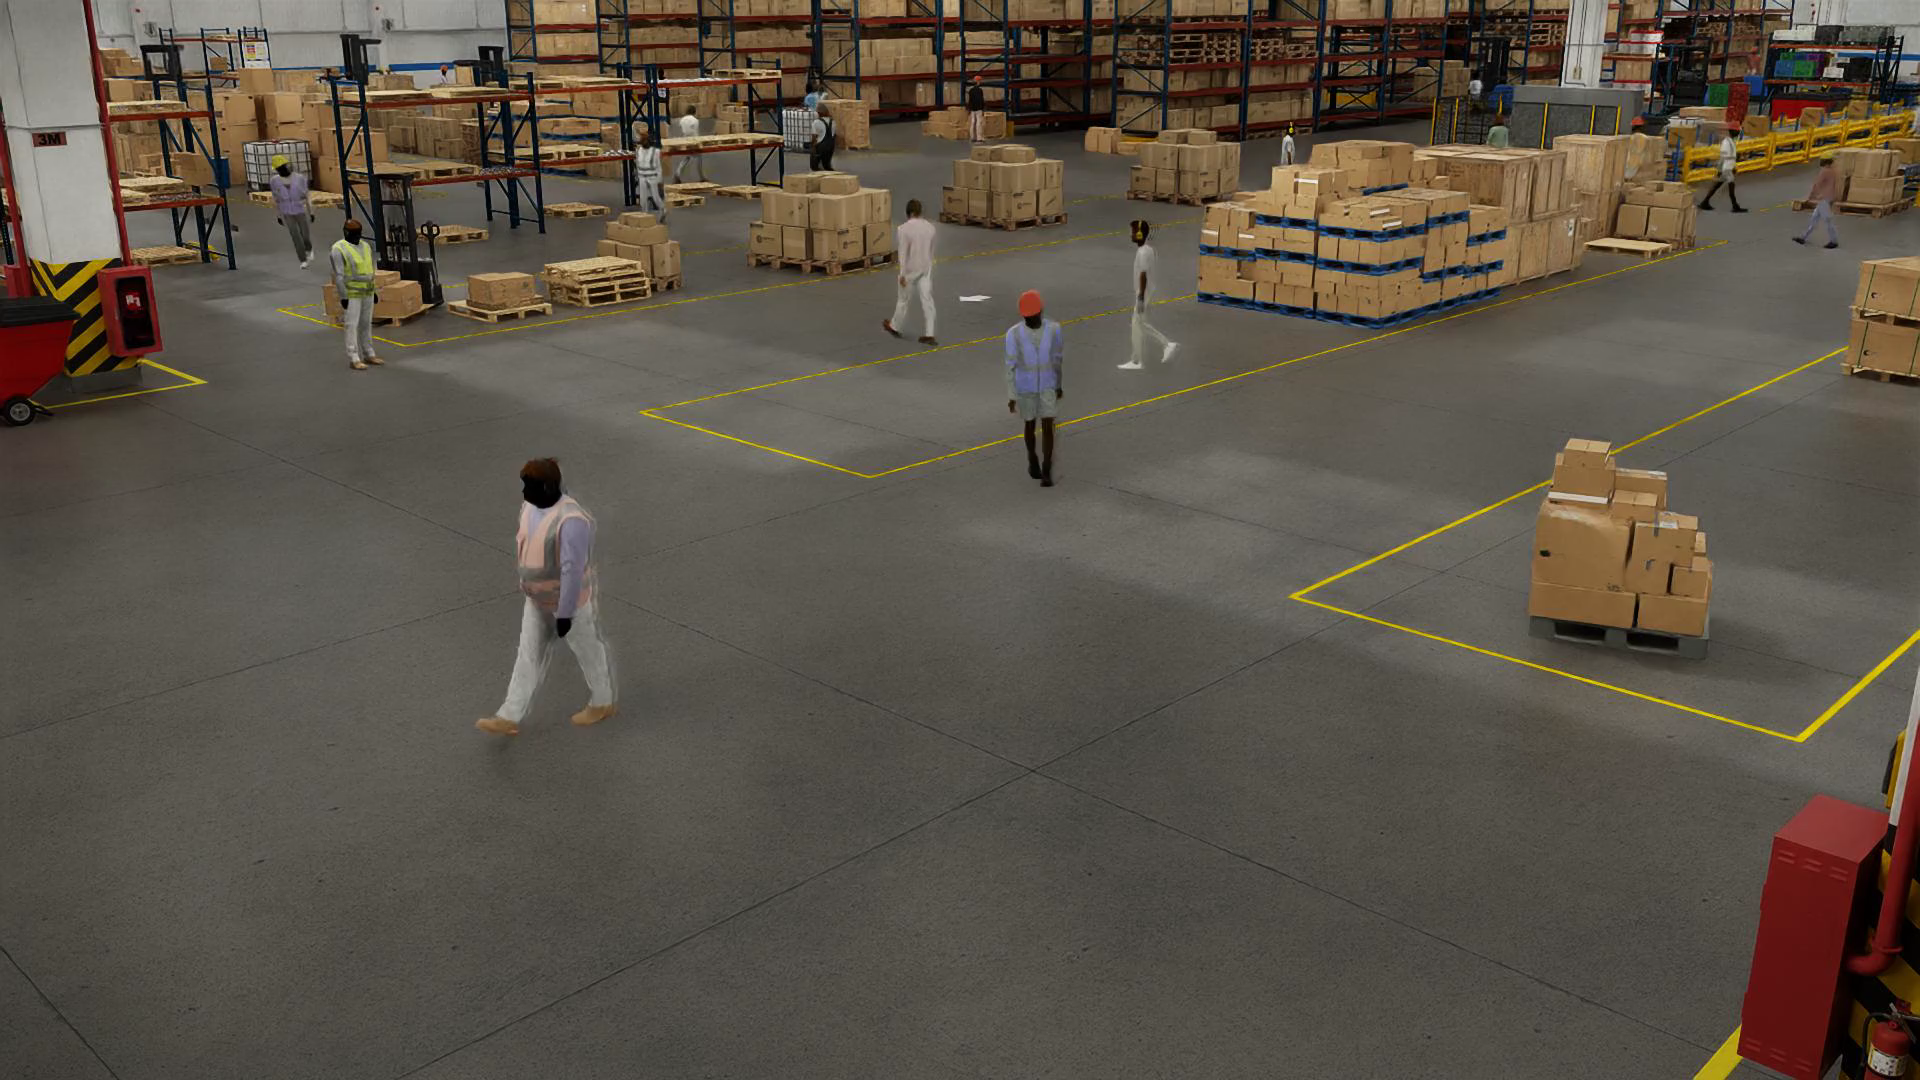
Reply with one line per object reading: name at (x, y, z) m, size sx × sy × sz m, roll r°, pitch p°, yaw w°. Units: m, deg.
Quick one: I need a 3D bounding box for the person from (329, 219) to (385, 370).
person at (-7.440, -3.039, 20.571) m, size 0.430 × 1.838 × 0.619 m, roll 7°, pitch 20°, yaw 20°

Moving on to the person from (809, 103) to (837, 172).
person at (-3.183, -9.065, 38.404) m, size 0.545 × 2.000 × 0.710 m, roll 17°, pitch 25°, yaw 42°

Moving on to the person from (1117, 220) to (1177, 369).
person at (2.315, -3.003, 20.451) m, size 0.631 × 1.852 × 0.527 m, roll 3°, pitch 19°, yaw 9°

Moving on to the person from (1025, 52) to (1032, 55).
person at (3.308, -23.012, 80.751) m, size 1.031 × 1.836 × 0.731 m, roll -3°, pitch 19°, yaw -9°

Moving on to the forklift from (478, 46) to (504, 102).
forklift at (-14.397, -13.832, 51.456) m, size 1.129 × 2.768 × 1.873 m, roll 17°, pitch 25°, yaw 41°

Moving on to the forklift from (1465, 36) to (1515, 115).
forklift at (19.973, -17.201, 61.605) m, size 1.873 × 2.768 × 1.129 m, roll 16°, pitch 24°, yaw 40°

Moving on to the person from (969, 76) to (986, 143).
person at (0.530, -13.133, 50.731) m, size 0.379 × 1.996 × 0.611 m, roll -15°, pitch 24°, yaw -38°

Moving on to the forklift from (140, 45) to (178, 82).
forklift at (-25.308, -14.292, 52.842) m, size 1.129 × 2.768 × 1.873 m, roll -3°, pitch 19°, yaw -9°

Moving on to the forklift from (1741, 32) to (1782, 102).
forklift at (33.205, -19.309, 67.958) m, size 1.873 × 2.768 × 1.129 m, roll 17°, pitch 25°, yaw 41°

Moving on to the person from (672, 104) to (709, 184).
person at (-6.511, -9.470, 39.862) m, size 0.645 × 1.904 × 0.983 m, roll 15°, pitch 23°, yaw 38°

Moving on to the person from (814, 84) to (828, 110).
person at (-4.415, -13.614, 52.739) m, size 0.524 × 1.639 × 0.306 m, roll 2°, pitch 19°, yaw 7°

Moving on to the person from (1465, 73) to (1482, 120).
person at (18.404, -15.898, 59.596) m, size 0.544 × 1.644 × 0.863 m, roll -11°, pitch 21°, yaw -29°

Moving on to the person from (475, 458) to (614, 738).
person at (-2.588, 0.383, 10.313) m, size 0.658 × 1.795 × 0.932 m, roll 17°, pitch 25°, yaw 42°

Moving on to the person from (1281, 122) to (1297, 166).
person at (6.923, -7.848, 35.006) m, size 0.328 × 1.872 × 0.514 m, roll 0°, pitch 18°, yaw 0°

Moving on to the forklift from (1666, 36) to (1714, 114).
forklift at (27.341, -17.291, 61.877) m, size 1.129 × 2.768 × 1.873 m, roll 17°, pitch 25°, yaw 41°

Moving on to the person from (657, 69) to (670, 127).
person at (-10.089, -15.043, 56.624) m, size 0.589 × 1.912 × 0.391 m, roll 14°, pitch 23°, yaw 35°

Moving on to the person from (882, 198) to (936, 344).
person at (-0.638, -3.588, 22.136) m, size 0.659 × 1.884 × 1.012 m, roll -14°, pitch 23°, yaw -36°

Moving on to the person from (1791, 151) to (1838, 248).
person at (15.720, -6.206, 30.302) m, size 0.539 × 1.716 × 0.926 m, roll -16°, pitch 24°, yaw -39°

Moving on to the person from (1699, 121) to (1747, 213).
person at (16.158, -7.861, 35.027) m, size 0.977 × 1.890 × 0.558 m, roll 13°, pitch 22°, yaw 33°

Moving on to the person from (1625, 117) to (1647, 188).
person at (14.474, -8.084, 35.646) m, size 0.553 × 1.918 × 0.664 m, roll -13°, pitch 22°, yaw -34°

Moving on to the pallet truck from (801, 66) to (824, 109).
pallet truck at (-4.812, -15.182, 56.903) m, size 0.823 × 1.965 × 1.885 m, roll -9°, pitch 21°, yaw -26°

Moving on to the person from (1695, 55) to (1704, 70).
person at (32.484, -20.368, 72.950) m, size 0.526 × 1.750 × 0.769 m, roll 15°, pitch 24°, yaw 38°

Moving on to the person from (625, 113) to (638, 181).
person at (-7.986, -9.560, 40.528) m, size 0.365 × 1.626 × 0.533 m, roll -11°, pitch 21°, yaw -30°

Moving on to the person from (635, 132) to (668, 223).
person at (-6.113, -7.129, 32.865) m, size 0.581 × 1.860 × 0.849 m, roll 7°, pitch 19°, yaw 19°

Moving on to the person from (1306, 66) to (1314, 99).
person at (14.012, -17.992, 66.012) m, size 0.514 × 1.573 × 0.867 m, roll -14°, pitch 23°, yaw -37°

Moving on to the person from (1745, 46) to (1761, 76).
person at (36.782, -21.892, 77.153) m, size 0.746 × 1.978 × 0.626 m, roll -17°, pitch 25°, yaw -42°

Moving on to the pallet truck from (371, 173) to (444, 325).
pallet truck at (-8.209, -4.181, 23.757) m, size 0.823 × 1.965 × 1.885 m, roll 3°, pitch 19°, yaw 9°

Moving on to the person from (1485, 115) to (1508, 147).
person at (12.988, -9.490, 40.392) m, size 0.503 × 1.588 × 0.830 m, roll -8°, pitch 20°, yaw -22°

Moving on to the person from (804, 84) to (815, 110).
person at (-4.642, -13.323, 51.779) m, size 0.544 × 1.684 × 0.546 m, roll 8°, pitch 20°, yaw 24°

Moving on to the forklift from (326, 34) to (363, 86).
forklift at (-23.631, -18.242, 64.744) m, size 1.129 × 2.768 × 1.873 m, roll 17°, pitch 25°, yaw 41°

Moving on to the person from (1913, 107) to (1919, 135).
person at (25.973, -11.047, 44.732) m, size 0.416 × 1.821 × 0.609 m, roll -15°, pitch 24°, yaw -38°

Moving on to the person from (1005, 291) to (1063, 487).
person at (0.700, -1.435, 15.671) m, size 0.573 × 1.875 × 0.754 m, roll -2°, pitch 18°, yaw -6°

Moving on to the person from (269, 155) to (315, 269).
person at (-11.223, -5.530, 28.001) m, size 0.648 × 1.880 × 0.570 m, roll -5°, pitch 19°, yaw -14°

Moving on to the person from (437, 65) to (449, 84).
person at (-18.337, -15.939, 59.287) m, size 0.376 × 1.933 × 0.544 m, roll 6°, pitch 19°, yaw 17°

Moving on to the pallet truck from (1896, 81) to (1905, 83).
pallet truck at (34.802, -16.331, 61.455) m, size 0.653 × 1.274 × 1.630 m, roll 17°, pitch 25°, yaw 41°
